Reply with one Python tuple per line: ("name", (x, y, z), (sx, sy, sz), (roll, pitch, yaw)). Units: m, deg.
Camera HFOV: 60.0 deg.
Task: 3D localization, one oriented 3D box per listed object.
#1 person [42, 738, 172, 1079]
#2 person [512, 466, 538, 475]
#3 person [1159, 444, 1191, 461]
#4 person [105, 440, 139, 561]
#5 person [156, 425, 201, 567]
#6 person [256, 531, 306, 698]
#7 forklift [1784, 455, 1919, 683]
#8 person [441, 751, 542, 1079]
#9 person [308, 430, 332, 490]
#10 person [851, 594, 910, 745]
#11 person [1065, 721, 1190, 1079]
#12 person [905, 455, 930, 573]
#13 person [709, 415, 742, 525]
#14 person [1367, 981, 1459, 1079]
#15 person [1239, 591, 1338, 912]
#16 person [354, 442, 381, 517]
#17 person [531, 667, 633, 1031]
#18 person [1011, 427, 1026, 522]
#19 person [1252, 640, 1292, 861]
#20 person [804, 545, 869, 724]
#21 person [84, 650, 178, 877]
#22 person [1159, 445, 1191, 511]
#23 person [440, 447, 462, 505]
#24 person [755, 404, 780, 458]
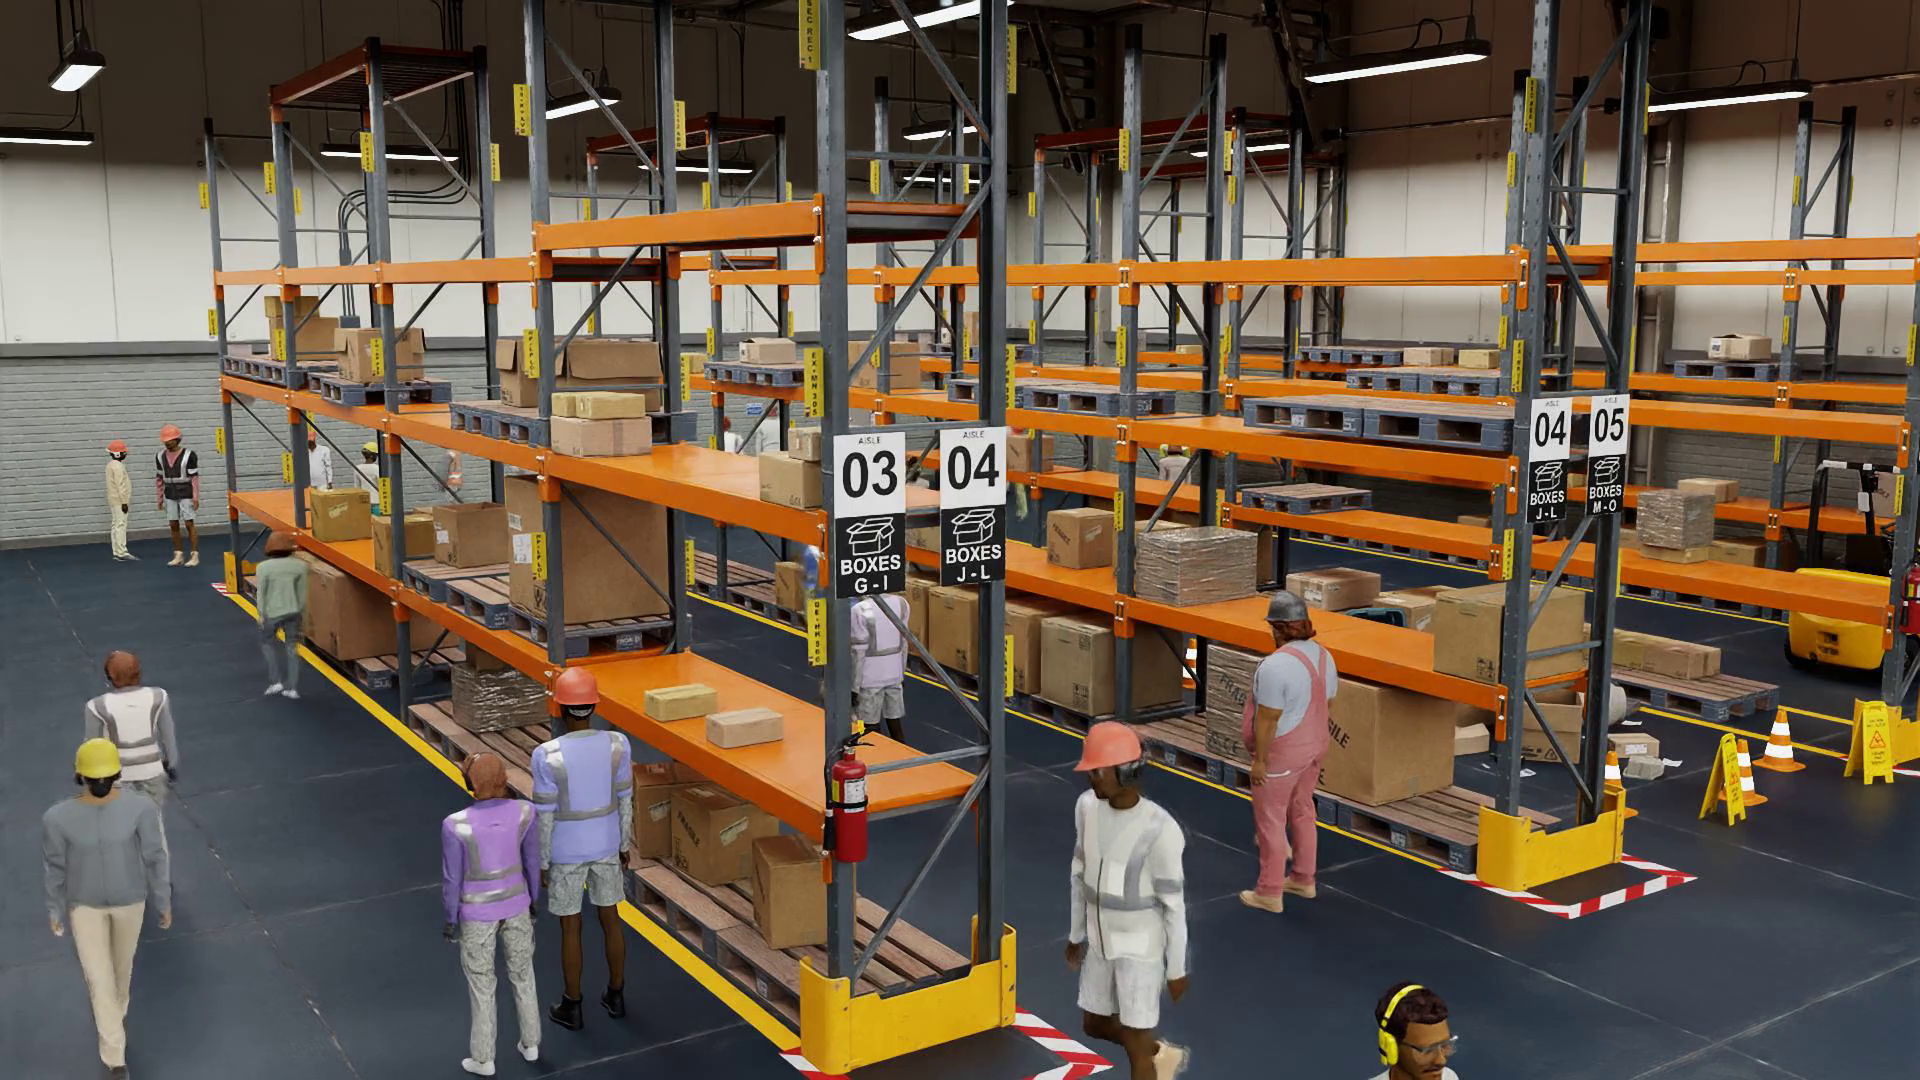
("person", (-4.260, 1.817, 8.339), (0.534, 1.710, 0.929), (-6, 10, -34))
("person", (-5.894, -0.489, 22.991), (0.586, 1.928, 0.364), (-6, 10, -35))
("person", (3.567, -1.066, 27.610), (0.530, 1.692, 0.321), (1, 9, 8))
("person", (-12.177, -0.575, 24.133), (0.327, 1.753, 0.563), (-7, 11, -38))
("person", (-11.064, -0.616, 23.507), (0.617, 2.029, 0.410), (1, 9, 6))
("person", (-6.541, 0.717, 15.991), (0.493, 1.611, 0.520), (7, 11, 41))
("forklift", (9.643, 0.253, 17.172), (2.313, 2.155, 1.214), (-6, 10, -33))
("person", (-2.331, 1.861, 8.311), (0.523, 1.636, 0.310), (-7, 11, -39))
("person", (-10.340, -0.936, 26.603), (0.574, 1.738, 0.352), (-3, 9, -22))
("person", (-0.637, 1.049, 12.714), (0.543, 1.939, 0.371), (-7, 11, -41))
("person", (0.799, 1.790, 7.491), (0.655, 2.026, 0.641), (-7, 11, -39))
("person", (-0.616, -0.144, 20.959), (0.532, 1.854, 0.396), (-3, 9, -19))
("person", (-3.864, -1.139, 27.539), (0.576, 1.865, 0.660), (-4, 9, -23))
("person", (1.342, 2.233, 5.059), (0.520, 1.873, 0.335), (-6, 10, -34))
("person", (2.066, 1.314, 10.616), (0.685, 2.000, 0.536), (-8, 12, -44))
("person", (-8.381, -0.519, 23.743), (0.522, 1.764, 0.318), (3, 9, 18))
("person", (-2.008, 1.630, 8.848), (0.545, 1.938, 0.355), (-6, 10, -34))
("person", (0.969, -1.170, 28.267), (0.384, 1.703, 0.711), (-3, 9, -18))
("person", (2.217, 1.366, 11.445), (0.320, 1.686, 0.540), (-3, 9, -17))
("person", (-1.131, 0.641, 15.272), (0.612, 1.999, 1.028), (-5, 10, -30))
("person", (-5.316, 1.506, 10.681), (0.536, 1.623, 0.388), (-7, 11, -40))
("person", (3.303, -0.731, 25.575), (0.498, 1.633, 0.278), (0, 9, -2))
("person", (-8.166, -0.896, 26.695), (0.334, 1.625, 0.554), (-1, 9, -8))
("person", (-3.338, -1.481, 29.679), (0.644, 1.904, 0.399), (-3, 9, -17))
